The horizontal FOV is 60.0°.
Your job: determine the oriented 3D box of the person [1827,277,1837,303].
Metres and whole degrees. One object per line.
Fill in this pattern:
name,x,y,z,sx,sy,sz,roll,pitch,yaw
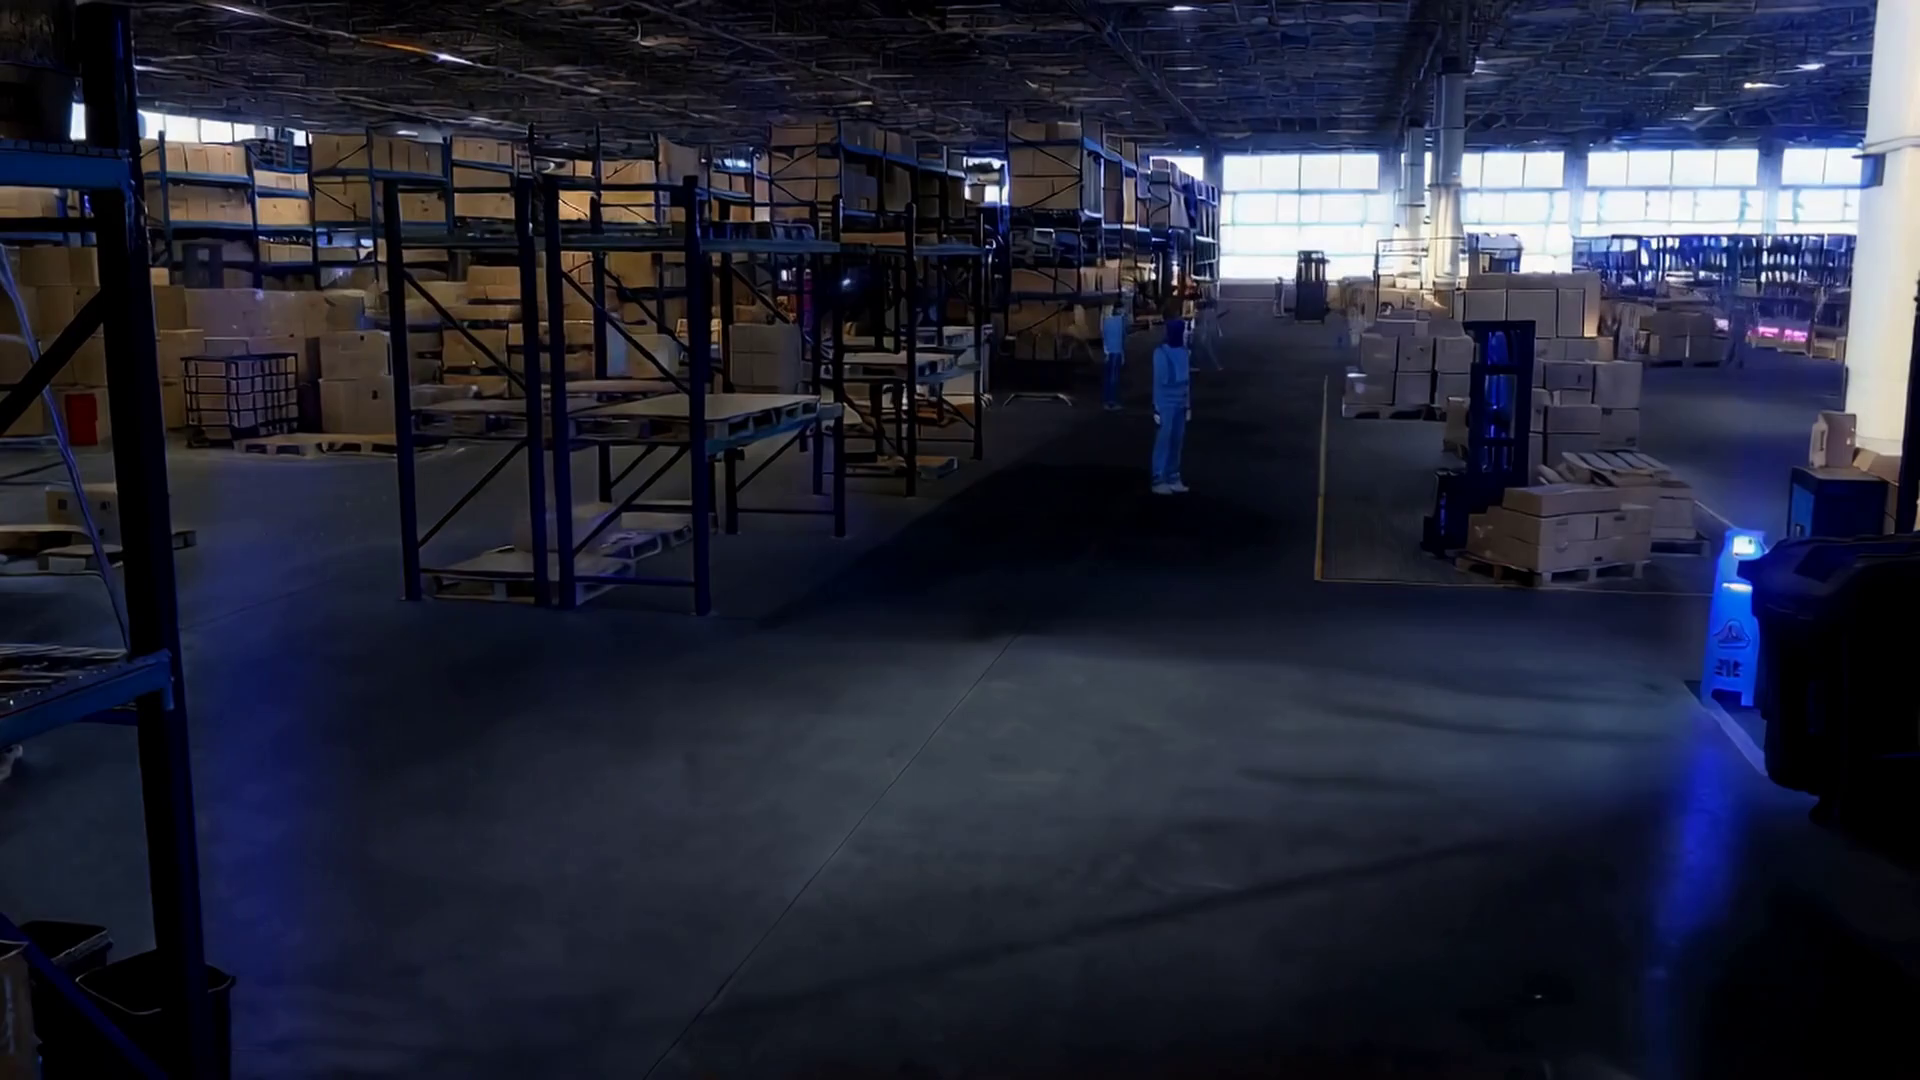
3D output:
person,34.467,-9.497,65.736,0.310,1.768,0.533,-1,10,-6

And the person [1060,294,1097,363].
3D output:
person,2.873,-5.048,39.751,0.896,1.646,0.543,2,10,13

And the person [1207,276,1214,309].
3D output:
person,10.517,-10.188,69.853,0.322,1.761,0.522,4,10,20

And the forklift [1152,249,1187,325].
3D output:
forklift,7.646,-9.320,61.395,1.873,2.768,1.129,2,10,11

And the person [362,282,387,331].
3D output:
person,-14.654,-5.509,41.706,0.587,1.911,0.397,-5,11,-26

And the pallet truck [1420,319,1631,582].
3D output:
pallet truck,4.543,-0.757,13.299,0.823,1.965,1.885,-4,10,-22

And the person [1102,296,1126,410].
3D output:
person,2.548,-3.076,27.402,0.328,1.874,0.521,9,13,43

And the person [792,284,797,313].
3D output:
person,-6.931,-10.171,70.164,0.523,1.615,0.374,3,10,17

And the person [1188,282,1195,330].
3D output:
person,8.111,-8.232,58.456,0.317,1.695,0.540,2,10,9

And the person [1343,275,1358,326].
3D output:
person,14.567,-8.921,61.996,0.564,1.890,0.928,6,11,33

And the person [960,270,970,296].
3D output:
person,0.238,-12.545,83.279,0.545,1.938,0.361,-2,10,-14

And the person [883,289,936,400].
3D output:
person,-0.825,-3.435,29.029,1.060,2.000,0.711,-2,10,-9

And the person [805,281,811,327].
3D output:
person,-4.566,-7.111,51.423,0.647,1.829,0.488,3,10,16

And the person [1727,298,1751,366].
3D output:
person,18.272,-4.900,39.069,0.508,1.590,0.878,2,10,13

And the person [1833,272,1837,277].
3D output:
person,42.283,-12.005,80.353,0.374,1.843,0.575,0,10,2

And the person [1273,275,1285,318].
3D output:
person,13.455,-10.275,70.201,0.403,1.823,0.591,-5,11,-25

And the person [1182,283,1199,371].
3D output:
person,5.088,-4.703,36.838,0.366,1.939,0.542,2,10,12

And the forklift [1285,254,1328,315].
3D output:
forklift,15.446,-11.421,73.838,1.873,2.768,1.129,2,10,12

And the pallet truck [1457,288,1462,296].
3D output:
pallet truck,20.506,-9.785,68.819,0.653,1.274,1.630,2,10,12

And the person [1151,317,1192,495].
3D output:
person,2.232,-1.408,17.531,0.350,1.878,0.568,9,13,42

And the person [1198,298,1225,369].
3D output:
person,5.714,-4.655,37.561,0.842,1.598,0.528,8,12,38

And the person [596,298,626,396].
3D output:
person,-5.263,-2.675,24.943,0.925,1.911,0.638,3,10,15

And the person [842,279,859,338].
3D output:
person,-2.824,-5.525,41.592,0.610,1.985,0.409,-3,10,-17

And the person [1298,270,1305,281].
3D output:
person,16.160,-11.672,78.033,0.908,1.957,0.664,-4,10,-21

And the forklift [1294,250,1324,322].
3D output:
forklift,13.778,-10.002,65.433,1.129,2.768,1.873,2,10,12

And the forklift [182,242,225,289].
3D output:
forklift,-15.900,-4.890,35.160,1.129,2.768,1.873,5,11,27
